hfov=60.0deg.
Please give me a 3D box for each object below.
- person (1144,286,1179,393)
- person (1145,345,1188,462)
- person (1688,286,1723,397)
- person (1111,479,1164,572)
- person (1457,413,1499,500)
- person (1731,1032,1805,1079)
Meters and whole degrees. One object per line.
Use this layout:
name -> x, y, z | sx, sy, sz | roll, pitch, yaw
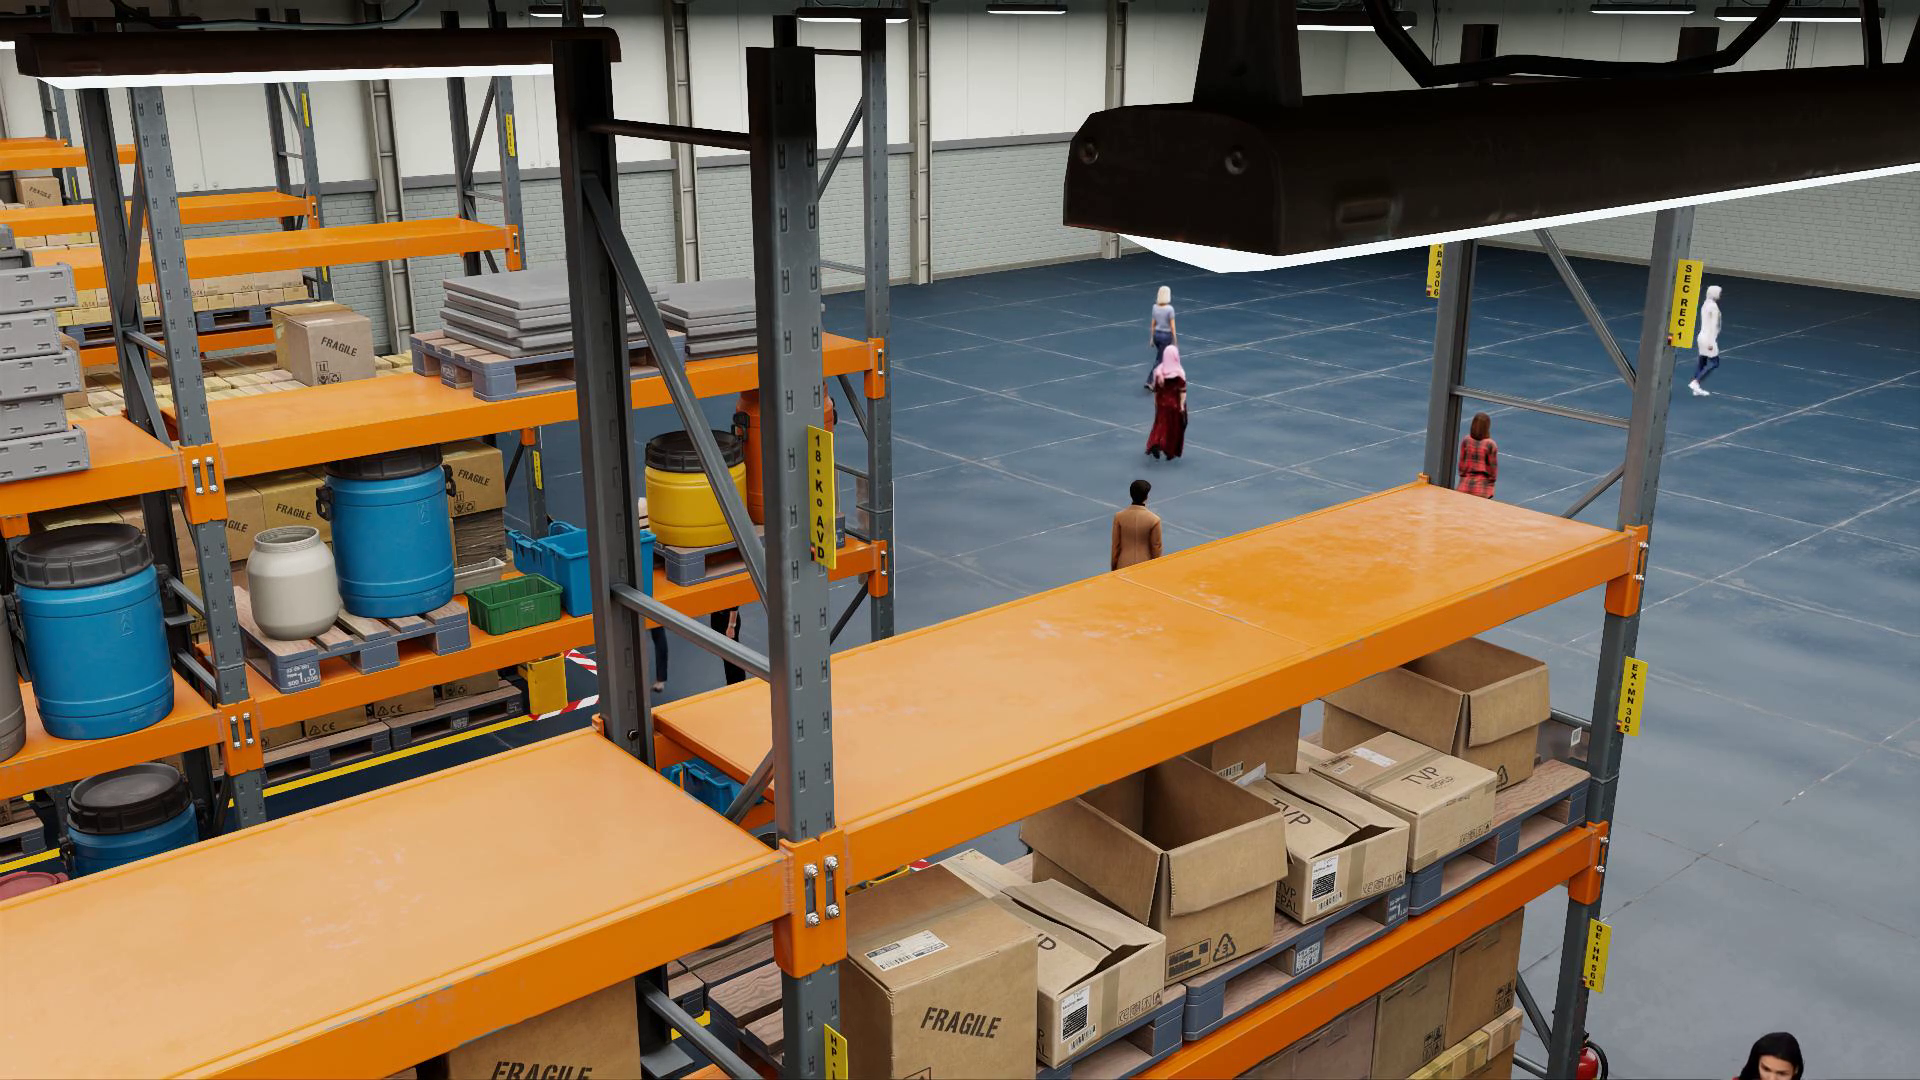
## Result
person -> 3.218, -3.198, 26.781 | 1.120, 1.681, 0.602 | -16, 24, -40
person -> 2.838, -1.842, 22.707 | 0.786, 1.624, 0.911 | 11, 21, 30
person -> 11.836, -3.160, 26.521 | 0.815, 1.768, 0.762 | 1, 18, 2
person -> 1.701, 0.246, 16.130 | 0.773, 1.726, 0.809 | 4, 19, 13
person -> 5.830, -0.610, 18.797 | 0.632, 1.703, 0.580 | 16, 24, 41
person -> 3.678, 2.999, 7.721 | 0.712, 1.699, 0.827 | 11, 21, 31
